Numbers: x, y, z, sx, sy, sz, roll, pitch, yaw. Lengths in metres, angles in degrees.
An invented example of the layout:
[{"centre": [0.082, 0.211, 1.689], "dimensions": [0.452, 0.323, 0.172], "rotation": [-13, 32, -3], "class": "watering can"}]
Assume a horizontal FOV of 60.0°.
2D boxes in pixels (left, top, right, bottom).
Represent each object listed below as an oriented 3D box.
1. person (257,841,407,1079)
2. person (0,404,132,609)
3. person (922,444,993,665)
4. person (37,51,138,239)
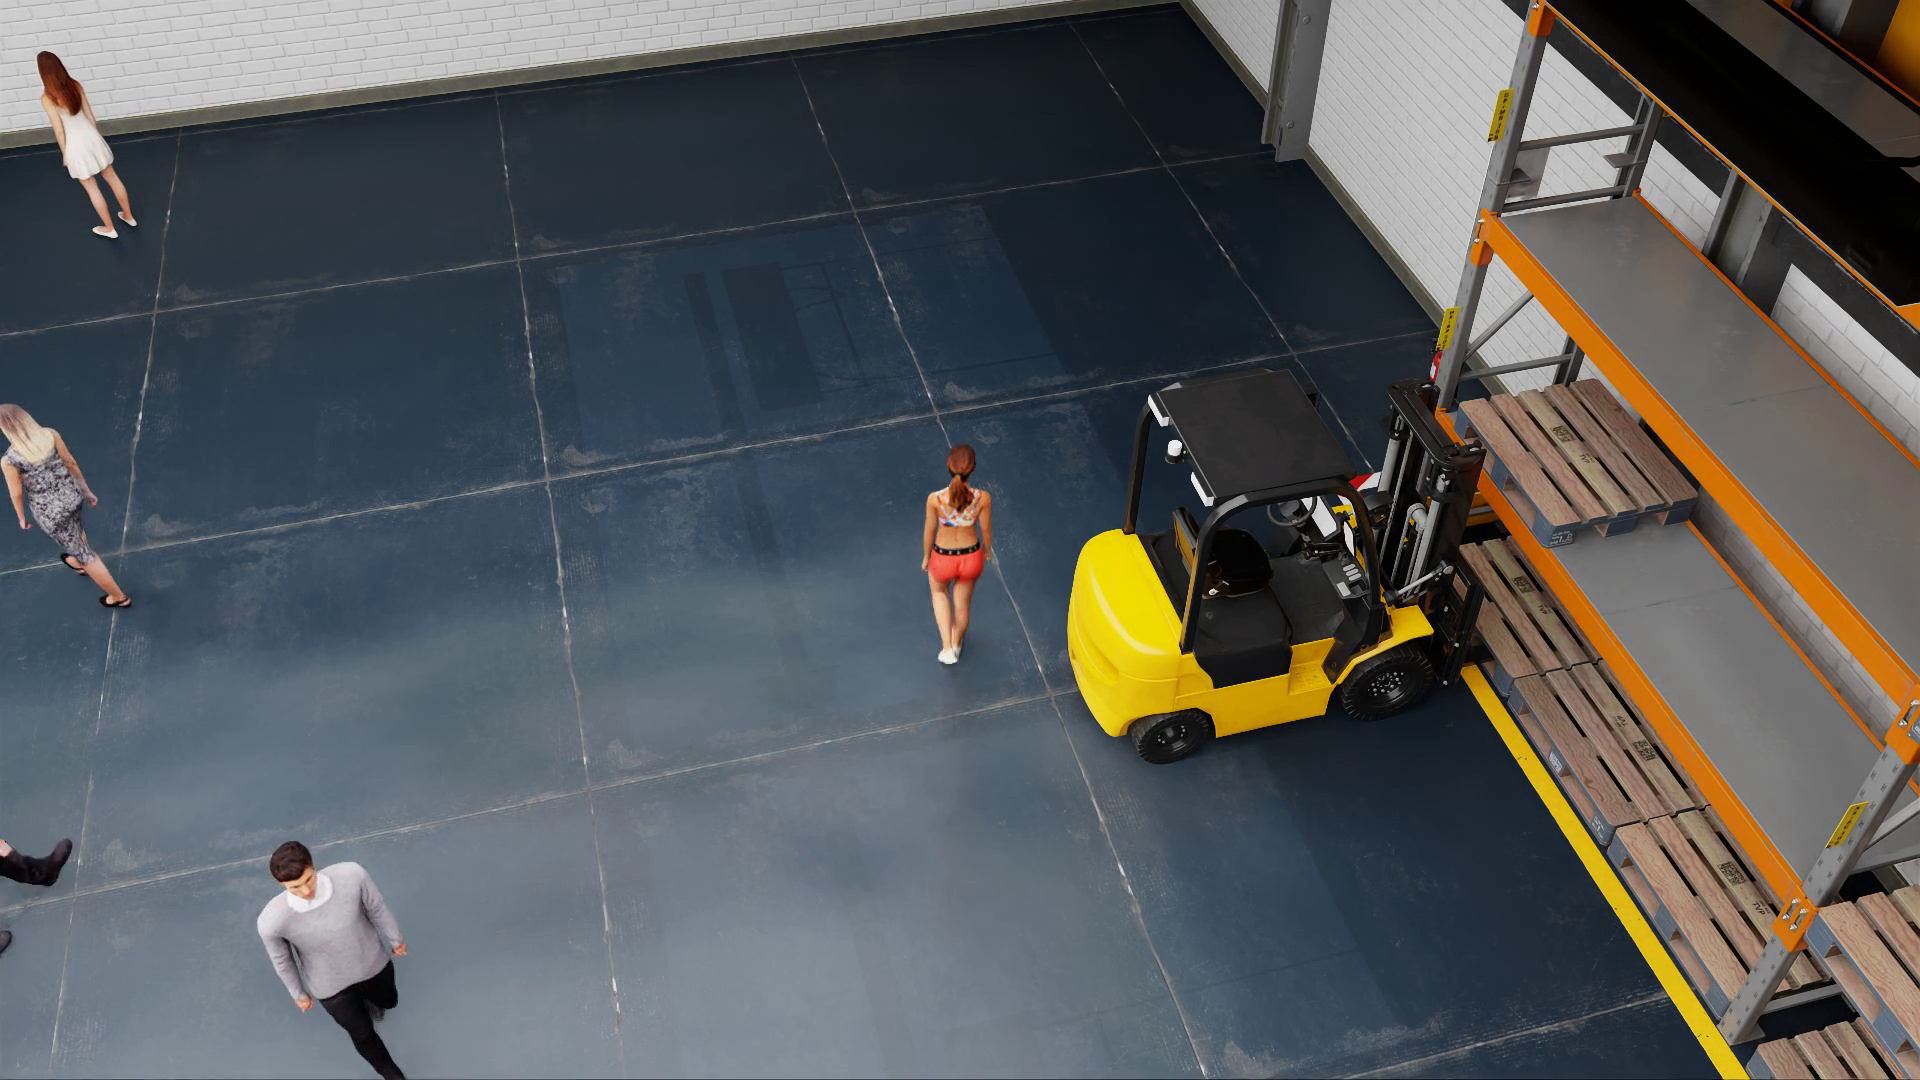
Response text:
[{"centre": [-3.116, 2.078, 8.373], "dimensions": [1.072, 1.914, 1.265], "rotation": [-31, 52, -28], "class": "person"}, {"centre": [-5.827, -0.165, 10.900], "dimensions": [1.034, 1.674, 0.987], "rotation": [20, 47, 20], "class": "person"}, {"centre": [-0.022, 0.172, 10.468], "dimensions": [0.670, 1.784, 0.746], "rotation": [-3, 44, -3], "class": "person"}, {"centre": [-7.524, -3.397, 14.267], "dimensions": [0.704, 1.712, 0.645], "rotation": [22, 48, 21], "class": "person"}]
